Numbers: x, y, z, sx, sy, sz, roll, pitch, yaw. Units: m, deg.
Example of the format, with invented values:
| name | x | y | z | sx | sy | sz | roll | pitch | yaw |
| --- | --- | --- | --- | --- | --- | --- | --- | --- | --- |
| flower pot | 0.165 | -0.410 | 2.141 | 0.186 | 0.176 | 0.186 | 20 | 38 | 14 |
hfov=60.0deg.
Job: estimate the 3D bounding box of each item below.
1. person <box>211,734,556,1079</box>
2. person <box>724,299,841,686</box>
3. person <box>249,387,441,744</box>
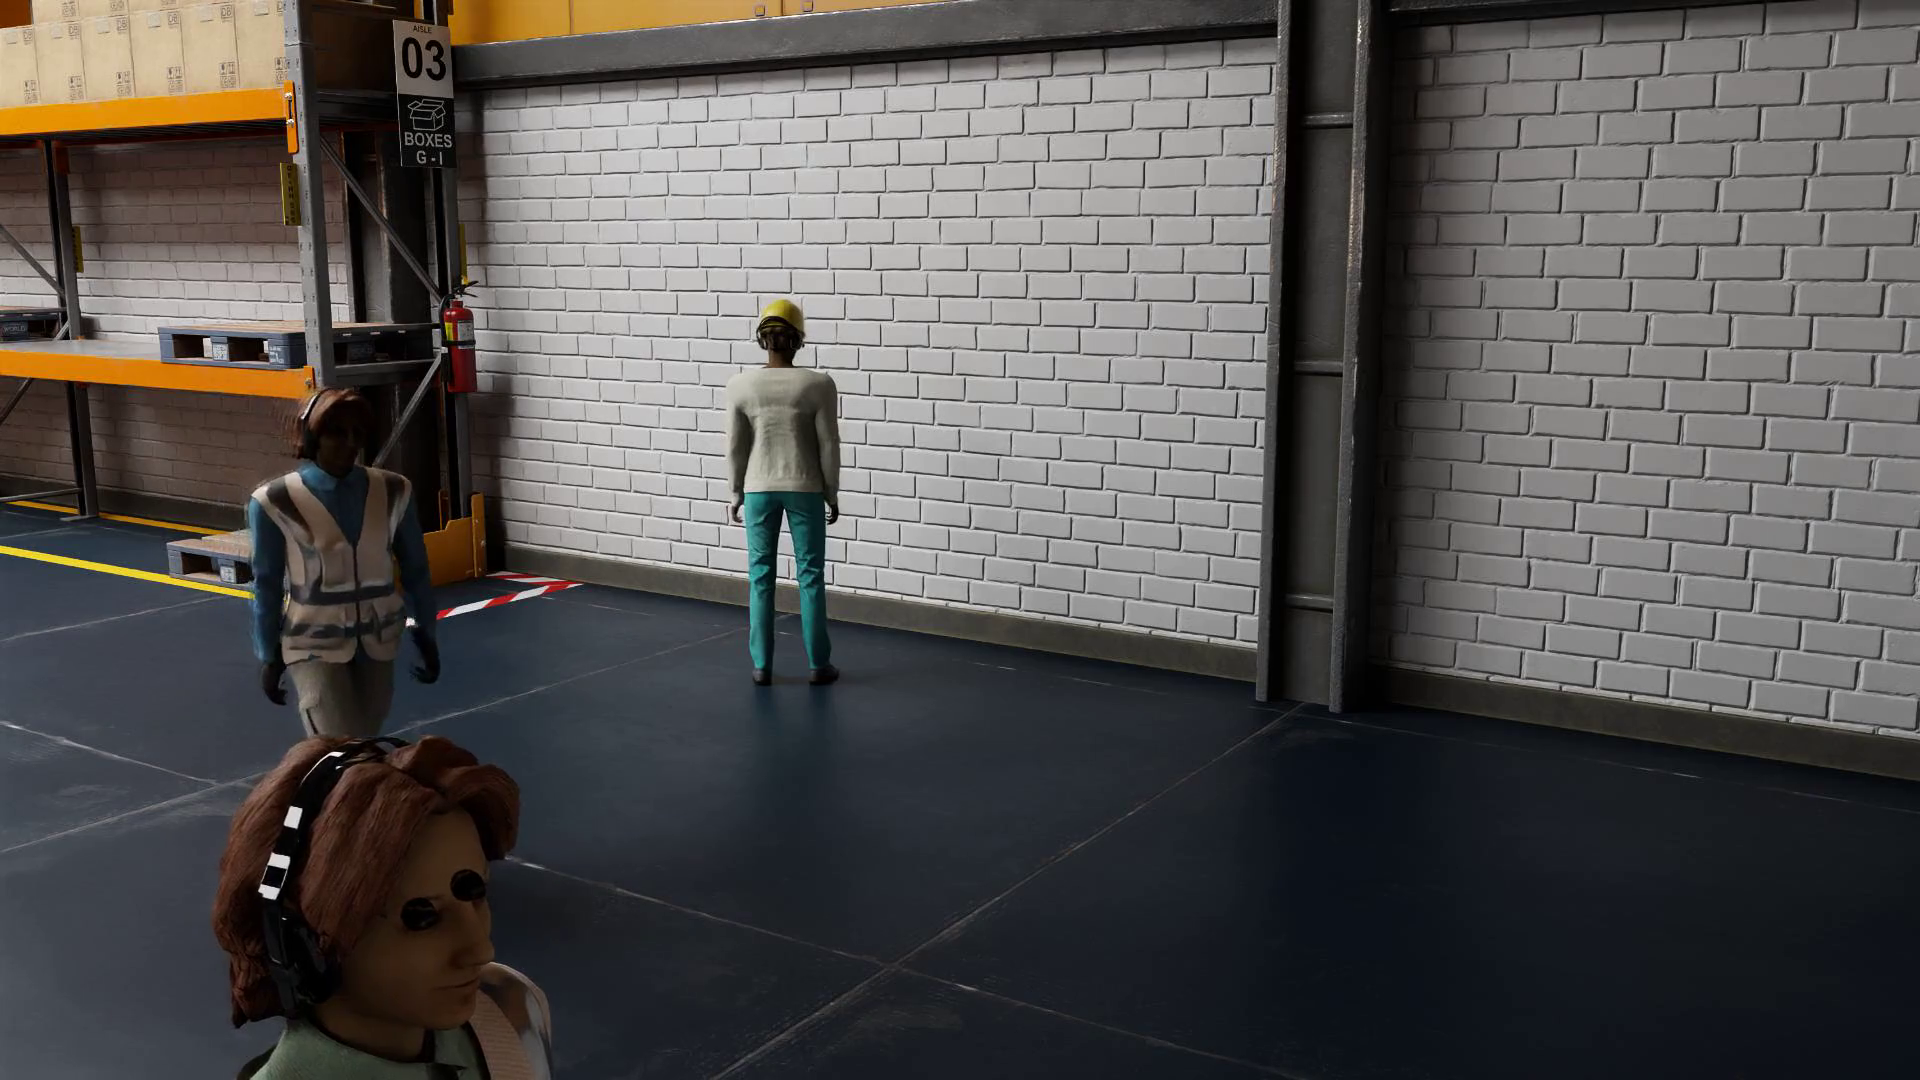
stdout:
| name | x | y | z | sx | sy | sz | roll | pitch | yaw |
| --- | --- | --- | --- | --- | --- | --- | --- | --- | --- |
| person | -0.477 | 0.958 | 1.436 | 0.307 | 1.639 | 0.525 | 3 | 11 | 14 |
| person | -0.798 | -0.206 | 7.564 | 0.526 | 1.758 | 0.340 | 1 | 10 | 5 |
| person | -1.896 | 0.319 | 5.101 | 0.520 | 1.597 | 0.862 | -9 | 14 | -42 |
